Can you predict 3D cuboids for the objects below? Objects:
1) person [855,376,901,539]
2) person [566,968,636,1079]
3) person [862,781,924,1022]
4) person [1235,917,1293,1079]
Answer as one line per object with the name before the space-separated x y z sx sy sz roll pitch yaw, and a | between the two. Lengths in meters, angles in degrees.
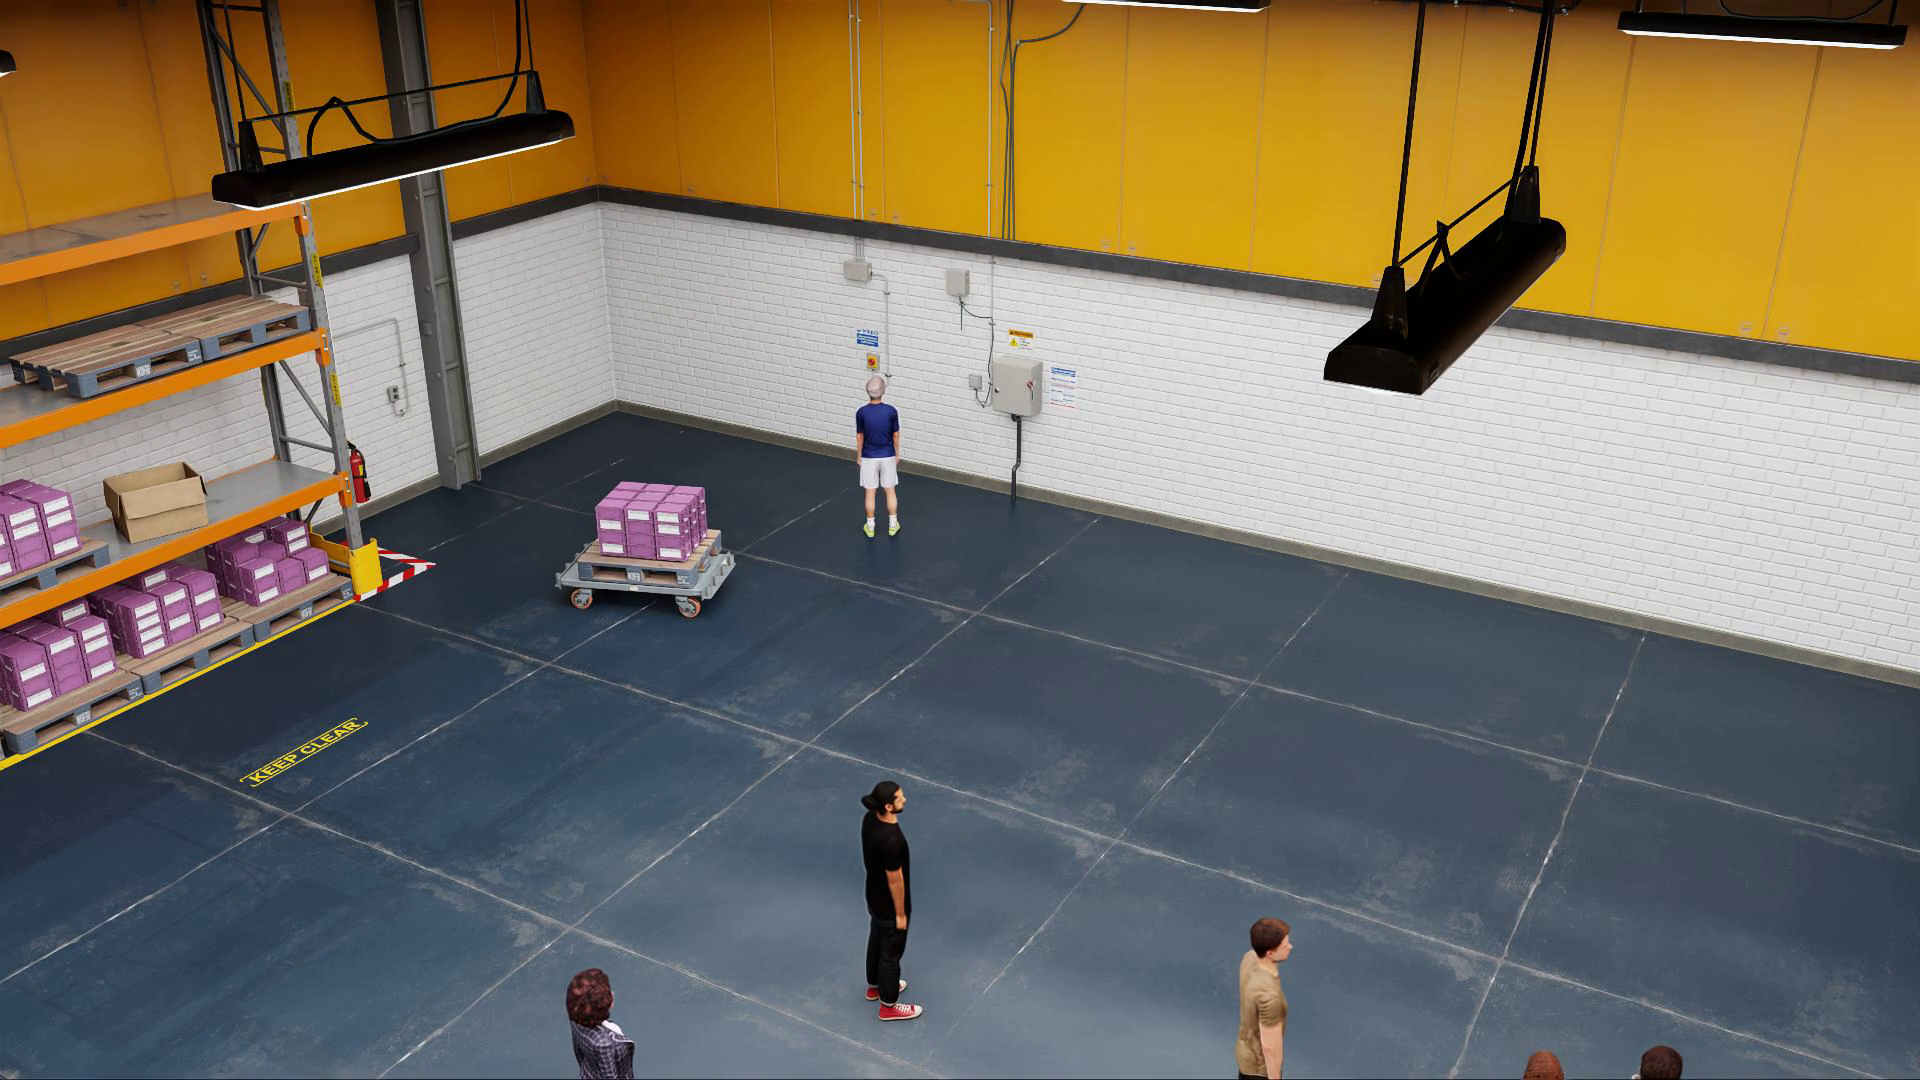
person | -0.903 -0.925 18.361 0.723 1.838 0.750 -2 24 -5
person | -1.989 3.119 9.280 0.680 1.703 0.691 -17 29 -33
person | -0.481 2.352 10.965 0.748 1.757 0.718 -10 25 -21
person | 1.706 2.942 9.500 0.811 1.851 0.701 -1 24 -3
